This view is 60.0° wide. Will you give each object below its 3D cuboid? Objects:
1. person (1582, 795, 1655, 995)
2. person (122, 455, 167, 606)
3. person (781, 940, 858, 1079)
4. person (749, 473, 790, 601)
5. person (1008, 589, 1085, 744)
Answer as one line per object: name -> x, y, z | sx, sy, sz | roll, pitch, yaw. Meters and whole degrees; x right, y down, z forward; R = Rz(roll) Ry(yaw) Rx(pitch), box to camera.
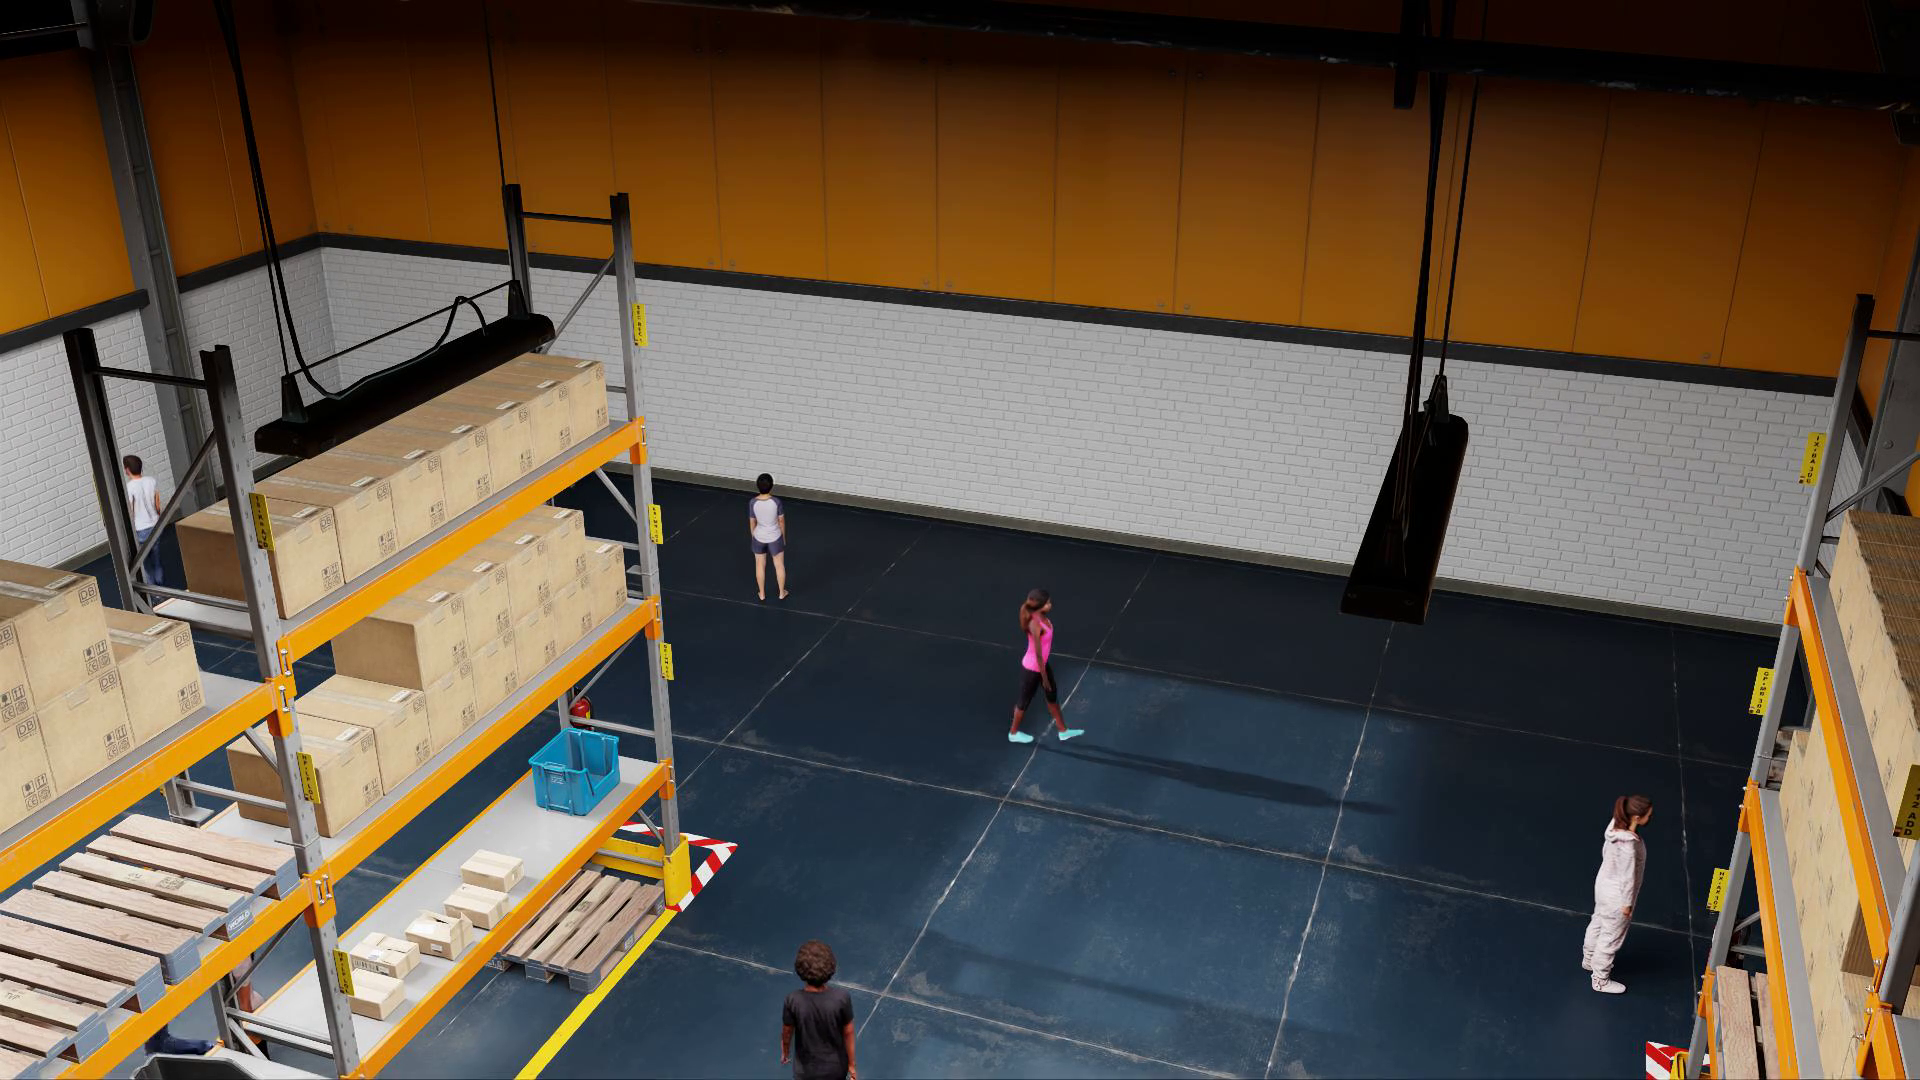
person -> 5.092, 2.710, 12.933 | 0.762, 1.692, 0.610 | 1, 24, 3
person -> -9.335, -0.097, 19.145 | 0.780, 1.860, 0.740 | 12, 26, 26
person -> -0.926, 3.508, 11.038 | 0.966, 1.747, 1.135 | -4, 24, -9
person -> -2.241, -0.049, 19.404 | 0.629, 1.565, 0.628 | 0, 24, 0
person -> 0.649, 1.254, 16.262 | 0.749, 1.695, 0.948 | 4, 24, 10
